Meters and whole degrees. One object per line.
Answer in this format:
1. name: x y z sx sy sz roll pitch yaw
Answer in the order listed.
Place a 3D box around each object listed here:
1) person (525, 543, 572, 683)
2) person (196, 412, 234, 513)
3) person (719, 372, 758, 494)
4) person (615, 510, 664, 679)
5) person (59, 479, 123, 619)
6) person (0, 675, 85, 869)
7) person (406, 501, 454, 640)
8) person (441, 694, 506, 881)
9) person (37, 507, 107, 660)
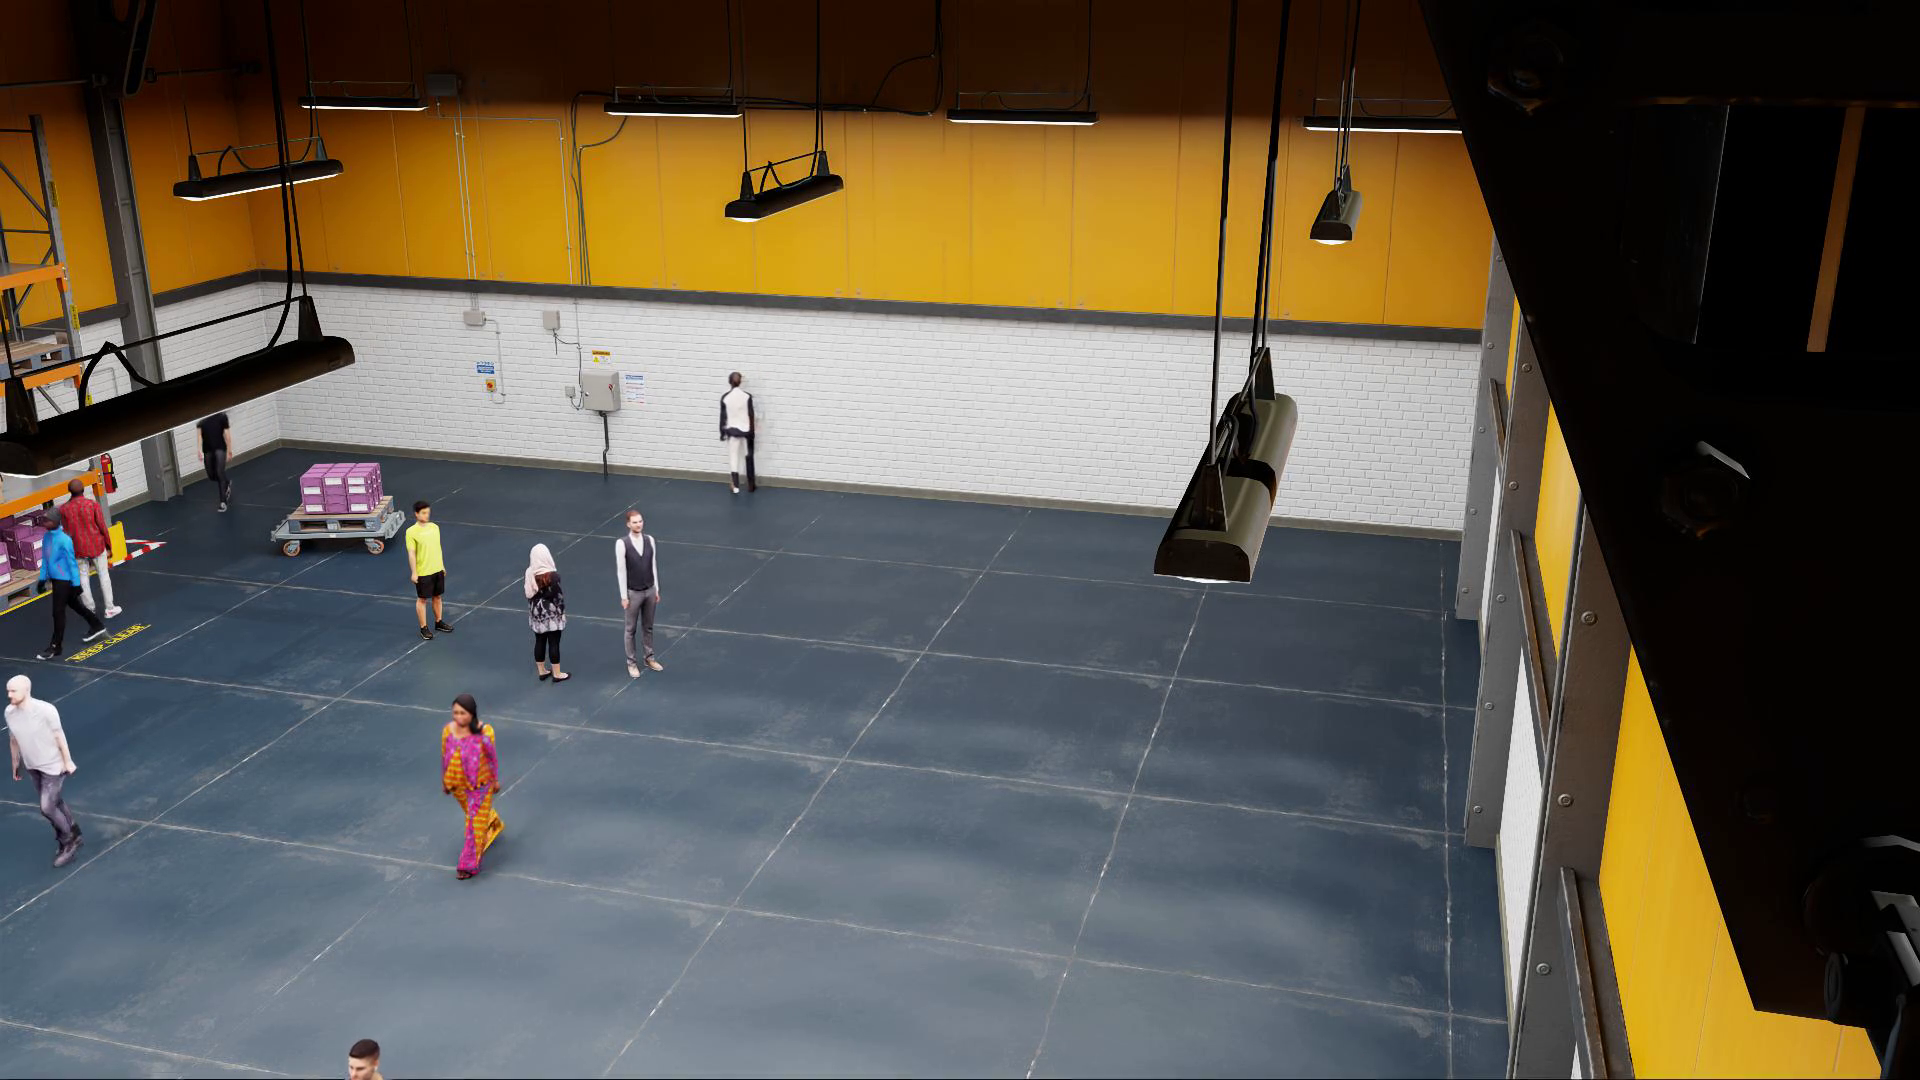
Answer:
1. person: -4.698 0.818 18.867 0.658 1.637 0.655 8 20 21
2. person: -11.236 -1.384 25.135 0.833 1.810 1.084 -1 19 -2
3. person: -3.427 -1.664 25.864 0.815 1.876 0.807 -3 19 -9
4. person: -3.695 0.580 19.102 0.713 1.938 0.807 -14 23 -36
5. person: -10.858 0.099 20.717 0.755 1.819 0.765 -5 19 -16
6. person: -8.193 2.018 15.045 0.692 1.803 0.744 5 19 16
7. person: -6.471 0.334 20.192 0.751 1.708 0.588 13 22 33
8. person: -4.364 2.130 14.954 0.689 1.649 1.193 3 19 10
9. person: -10.578 0.462 19.741 0.873 1.756 1.233 12 22 31
